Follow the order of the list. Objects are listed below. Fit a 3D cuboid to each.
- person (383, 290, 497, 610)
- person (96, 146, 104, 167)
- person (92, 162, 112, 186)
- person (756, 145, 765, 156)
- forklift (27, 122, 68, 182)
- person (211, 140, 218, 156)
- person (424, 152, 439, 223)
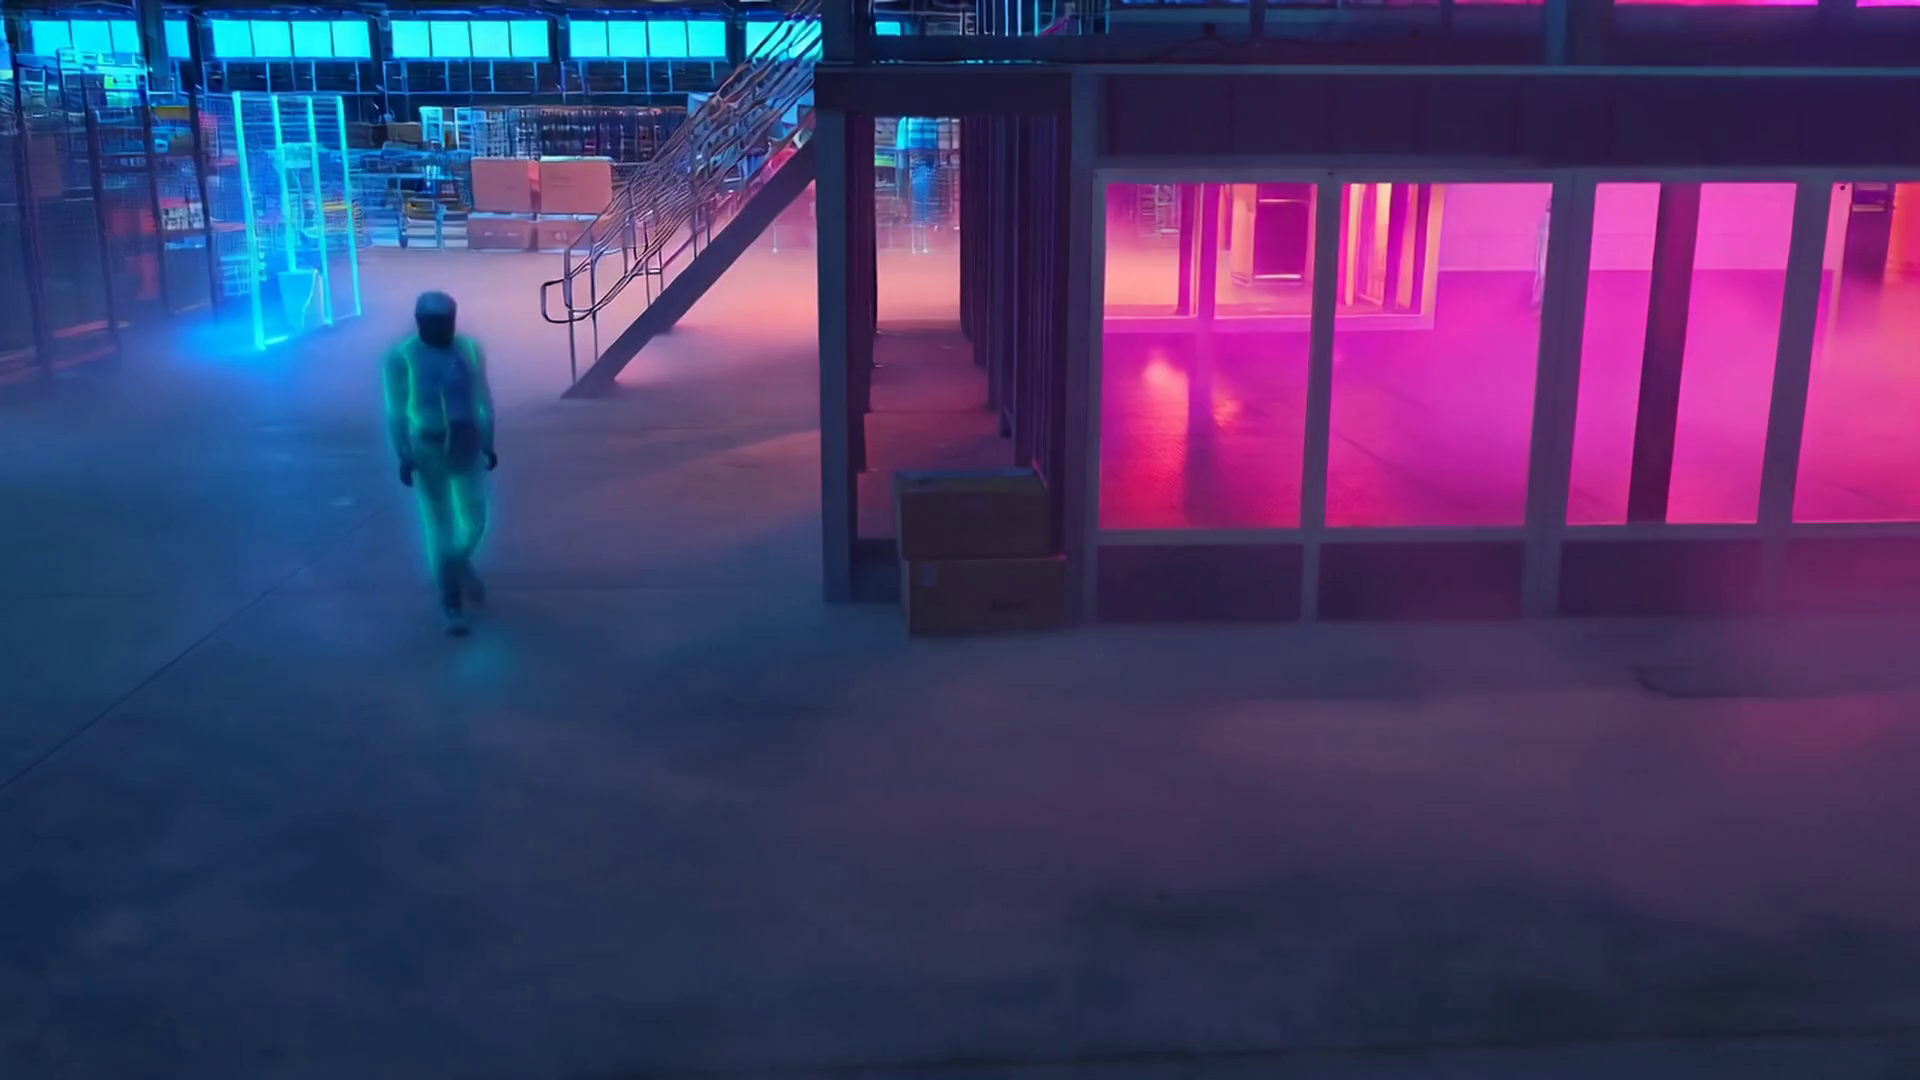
[{"bbox_3d":[-2.980,-0.526,9.566,0.588,1.829,0.643,12,18,39],"label":"person"},{"bbox_3d":[-39.949,-17.450,77.096,0.558,1.873,1.029,0,14,0],"label":"person"},{"bbox_3d":[-23.853,-9.651,46.262,0.538,1.721,0.930,2,14,7],"label":"person"},{"bbox_3d":[-9.213,-17.154,76.101,0.915,1.786,0.624,1,14,6],"label":"person"},{"bbox_3d":[-35.376,-14.773,64.377,1.129,2.768,1.873,-1,14,-2],"label":"forklift"},{"bbox_3d":[-38.337,-19.619,85.631,0.605,1.951,0.380,7,15,25],"label":"person"},{"bbox_3d":[-13.891,-9.209,43.880,0.410,2.029,0.610,-8,16,-29],"label":"person"}]
